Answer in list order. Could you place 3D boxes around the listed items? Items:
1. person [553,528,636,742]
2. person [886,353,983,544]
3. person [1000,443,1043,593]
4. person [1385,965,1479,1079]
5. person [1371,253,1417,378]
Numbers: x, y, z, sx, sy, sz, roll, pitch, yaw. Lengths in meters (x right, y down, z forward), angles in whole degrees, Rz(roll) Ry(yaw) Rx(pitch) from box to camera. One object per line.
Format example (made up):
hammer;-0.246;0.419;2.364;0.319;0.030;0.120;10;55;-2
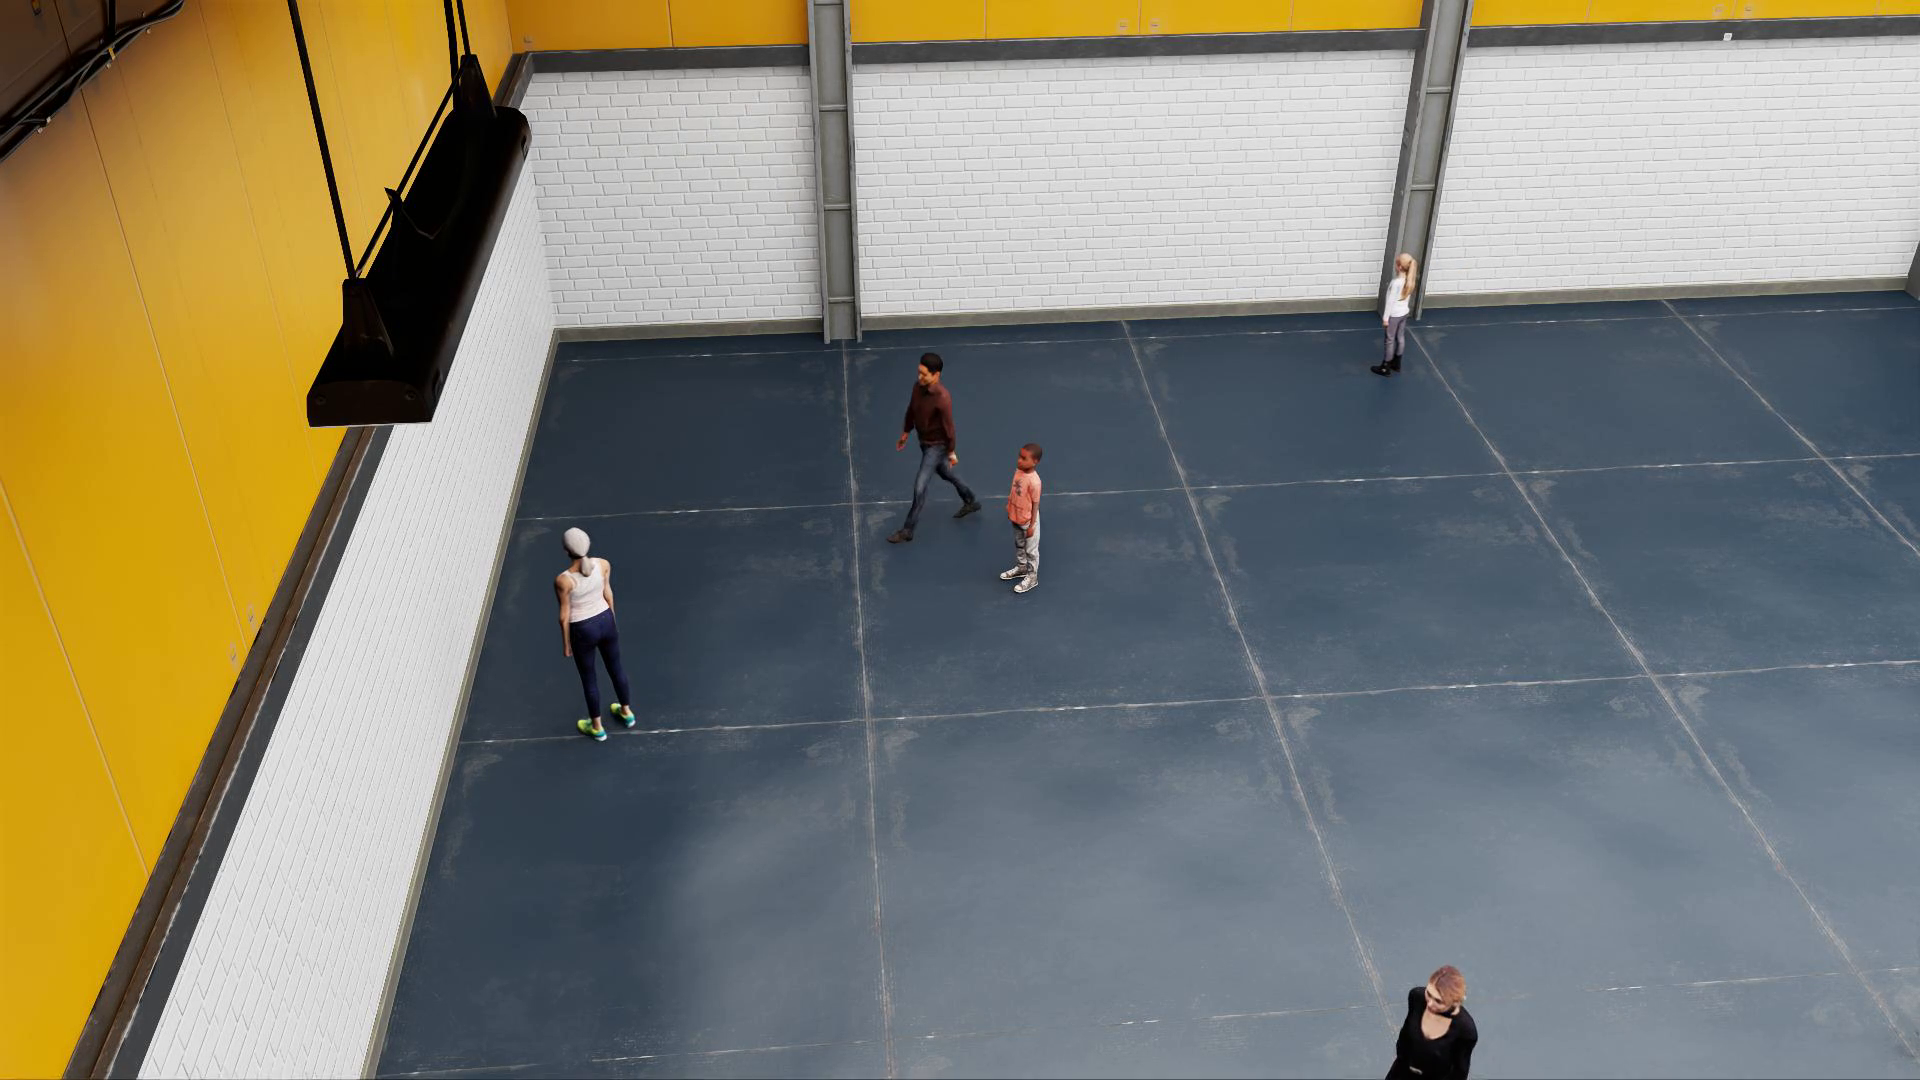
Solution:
person;-2.595;0.660;11.771;0.659;1.699;0.738;-27;42;-35
person;-0.148;-0.806;13.946;1.282;1.735;0.990;-17;37;-24
person;0.532;-0.203;13.424;0.589;1.308;0.557;-17;37;-24
person;2.443;2.765;8.559;0.917;1.750;0.840;-28;43;-35
person;4.349;-2.247;16.525;0.564;1.278;0.635;-26;42;-34
